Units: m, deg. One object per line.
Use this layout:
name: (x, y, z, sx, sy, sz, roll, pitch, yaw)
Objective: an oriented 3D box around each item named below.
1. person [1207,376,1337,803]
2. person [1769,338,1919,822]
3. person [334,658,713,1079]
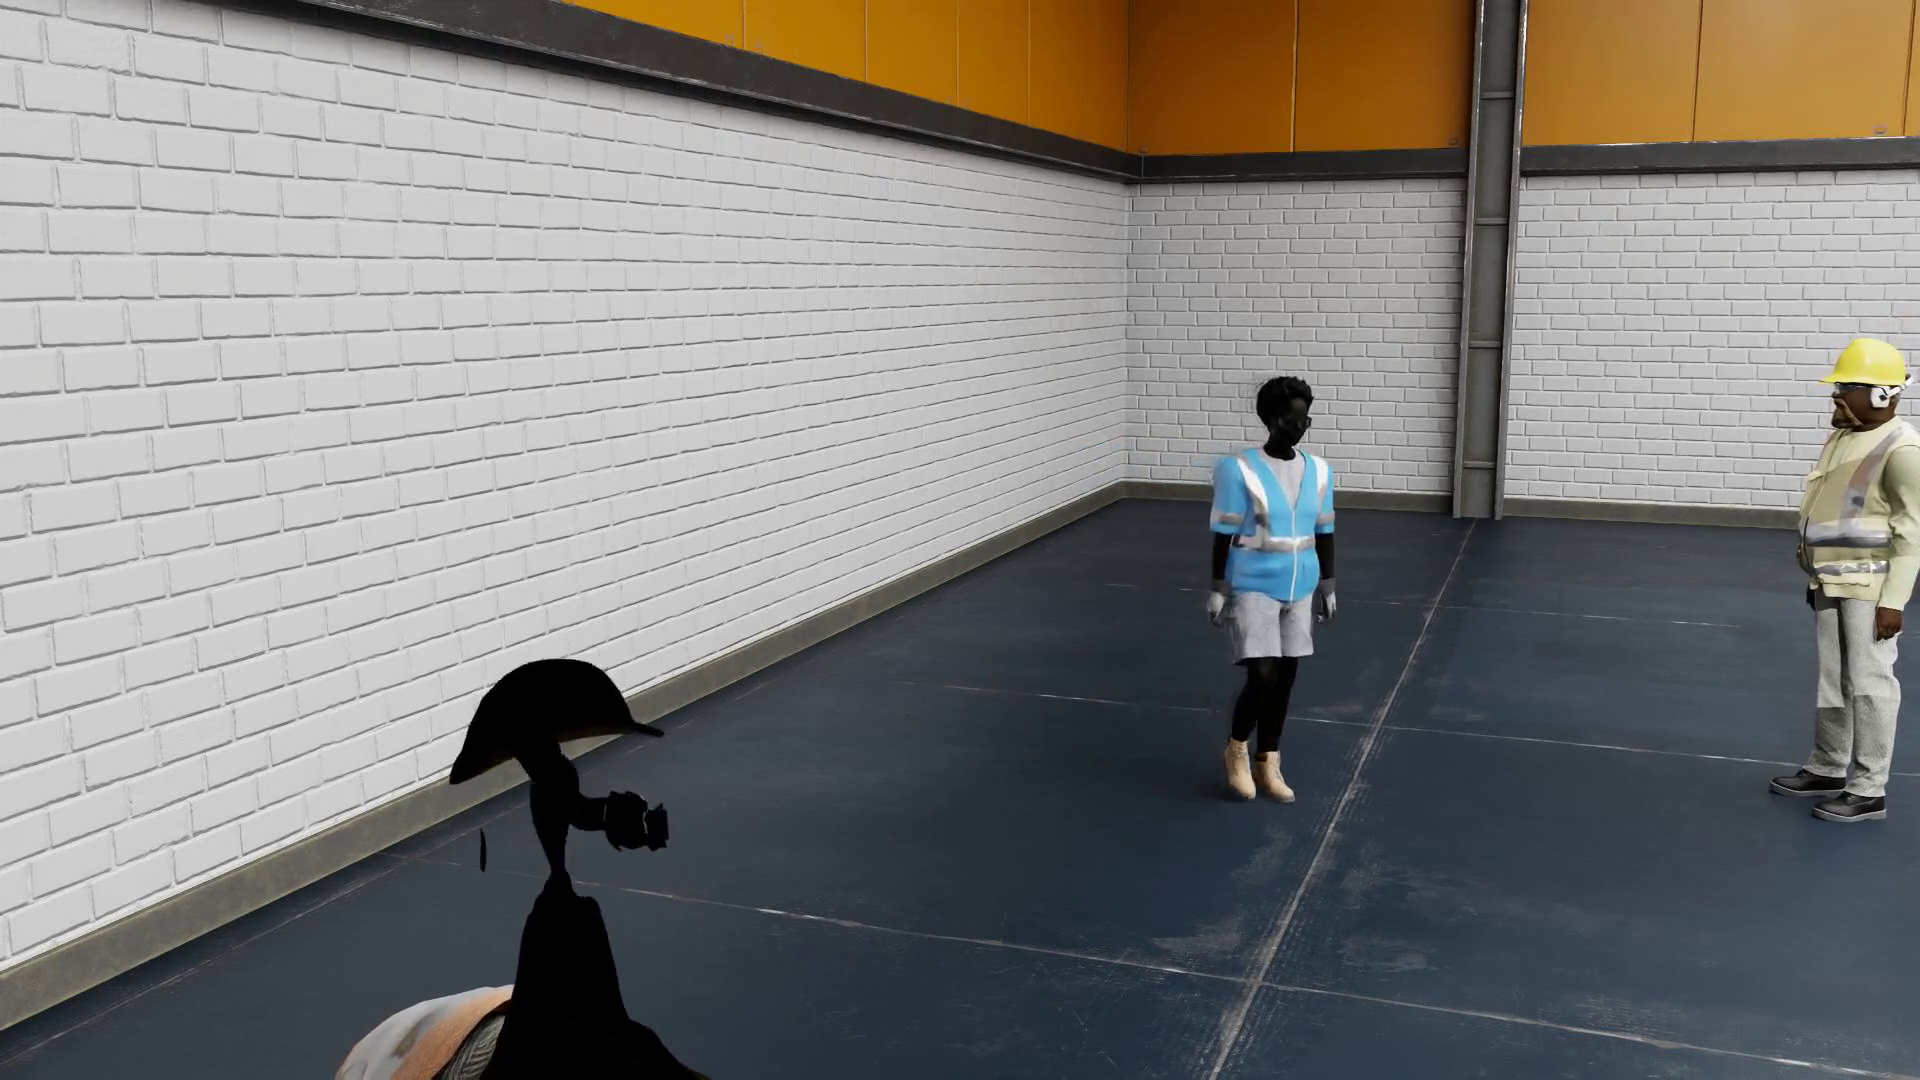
person: (1.231, 0.203, 6.471, 0.559, 1.683, 0.369, -4, 10, -24)
person: (3.410, 0.153, 6.345, 0.404, 1.835, 0.589, 0, 9, 1)
person: (-0.247, 0.952, 1.059, 0.585, 1.921, 0.373, 8, 12, 39)
